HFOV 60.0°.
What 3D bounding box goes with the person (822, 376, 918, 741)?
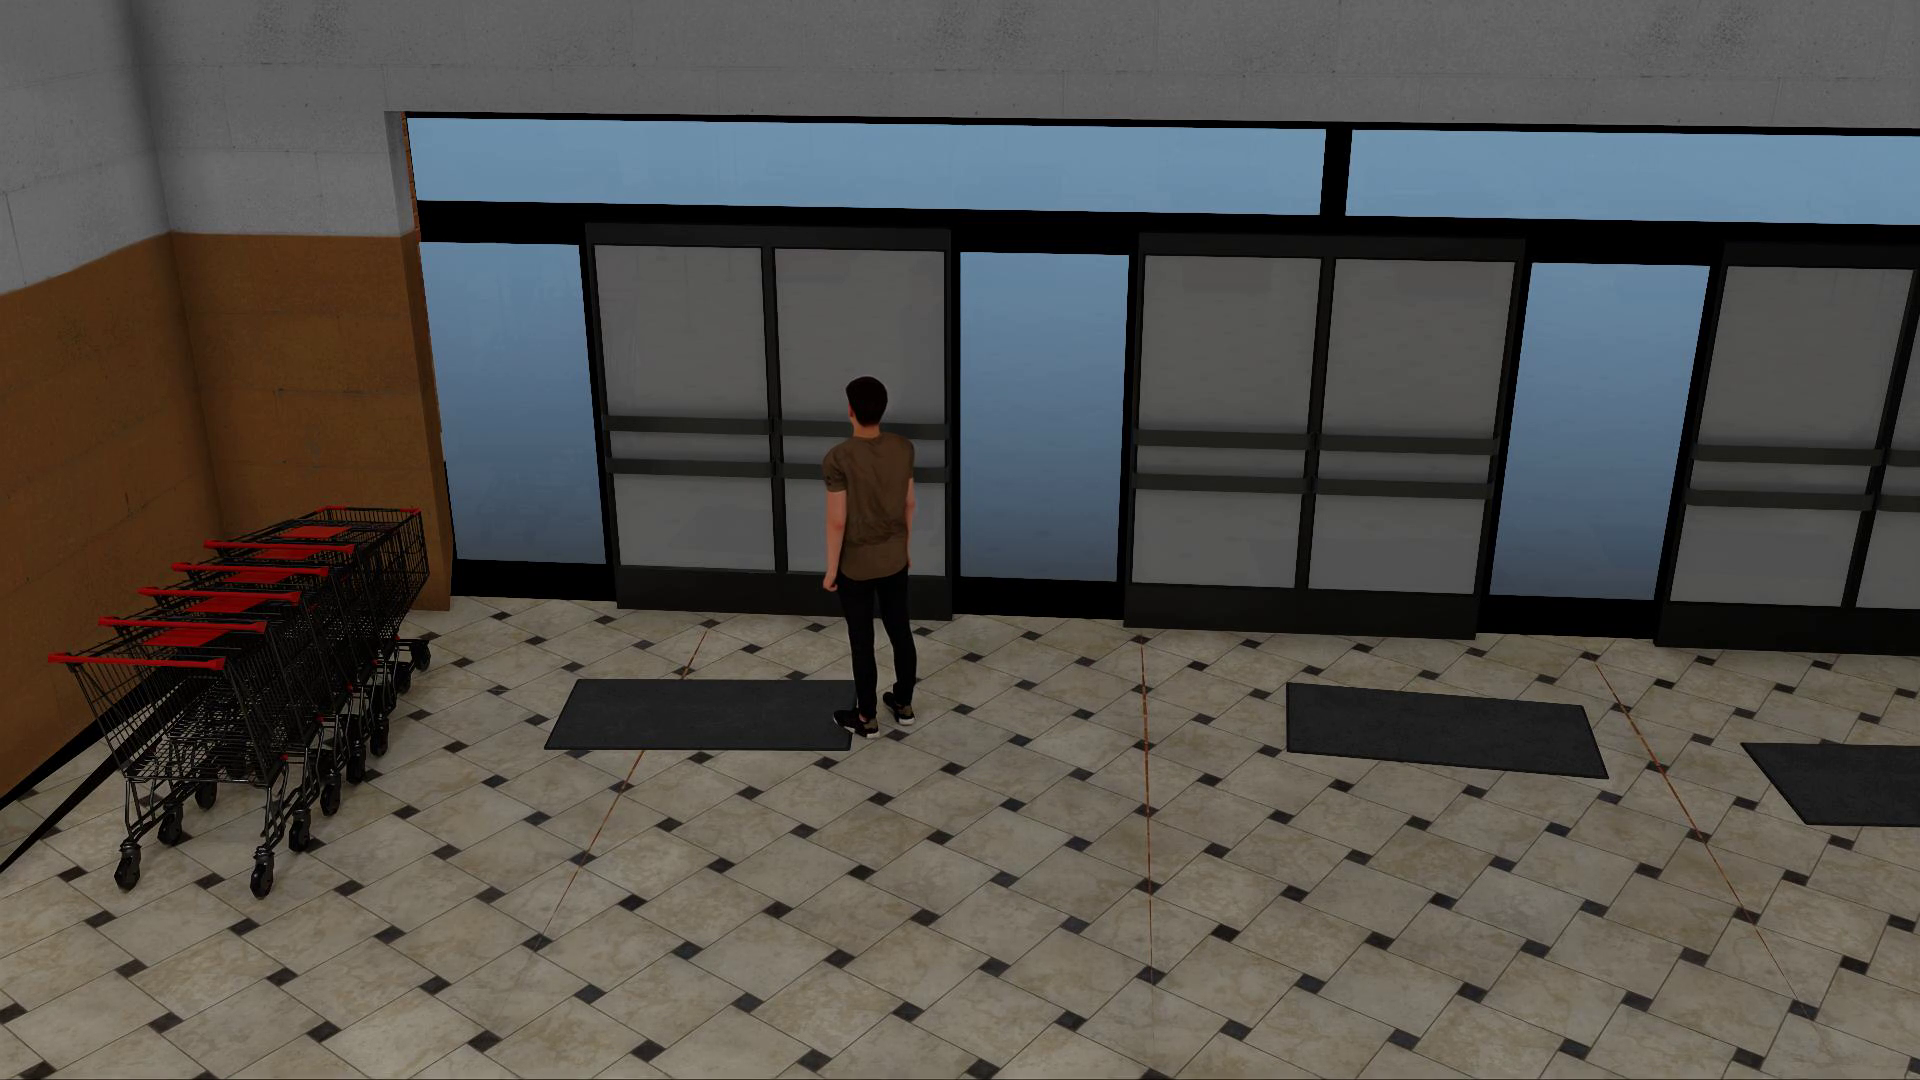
[{"bbox_3d":[-0.431,0.090,8.210,0.743,1.851,0.781,-14,26,-31],"label":"person"}]
